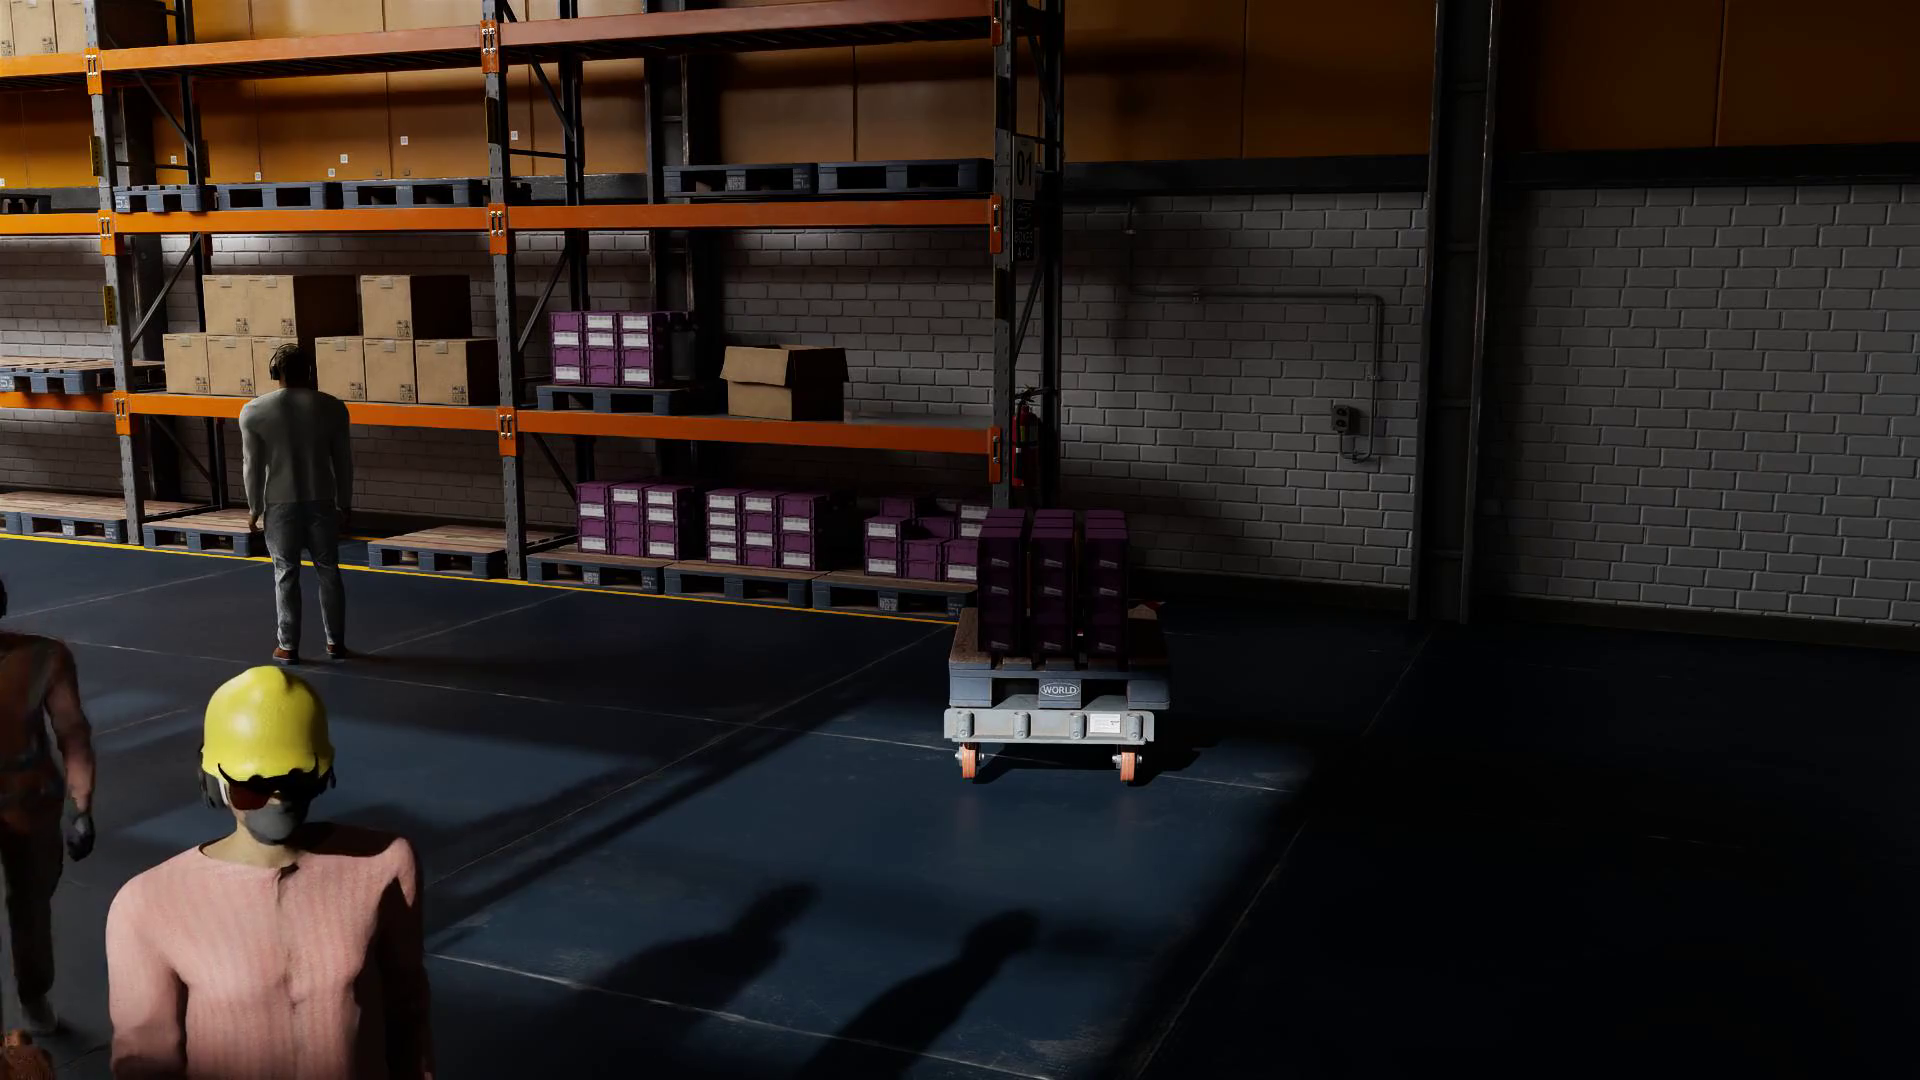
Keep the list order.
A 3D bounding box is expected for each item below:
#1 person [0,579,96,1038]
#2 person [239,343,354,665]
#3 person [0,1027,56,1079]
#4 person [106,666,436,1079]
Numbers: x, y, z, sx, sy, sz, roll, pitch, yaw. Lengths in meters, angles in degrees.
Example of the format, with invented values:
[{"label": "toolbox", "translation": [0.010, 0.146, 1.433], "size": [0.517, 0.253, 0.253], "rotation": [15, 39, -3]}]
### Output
[{"label": "person", "translation": [-2.842, 0.823, 4.909], "size": [0.509, 1.587, 0.888], "rotation": [-6, 11, -33]}, {"label": "person", "translation": [-3.991, -0.215, 10.066], "size": [0.636, 1.939, 0.365], "rotation": [-6, 11, -32]}, {"label": "person", "translation": [-1.054, 1.319, 1.808], "size": [0.514, 1.627, 0.364], "rotation": [8, 13, 41]}, {"label": "person", "translation": [-1.149, 1.074, 2.869], "size": [0.533, 1.765, 0.330], "rotation": [-7, 12, -36]}]
